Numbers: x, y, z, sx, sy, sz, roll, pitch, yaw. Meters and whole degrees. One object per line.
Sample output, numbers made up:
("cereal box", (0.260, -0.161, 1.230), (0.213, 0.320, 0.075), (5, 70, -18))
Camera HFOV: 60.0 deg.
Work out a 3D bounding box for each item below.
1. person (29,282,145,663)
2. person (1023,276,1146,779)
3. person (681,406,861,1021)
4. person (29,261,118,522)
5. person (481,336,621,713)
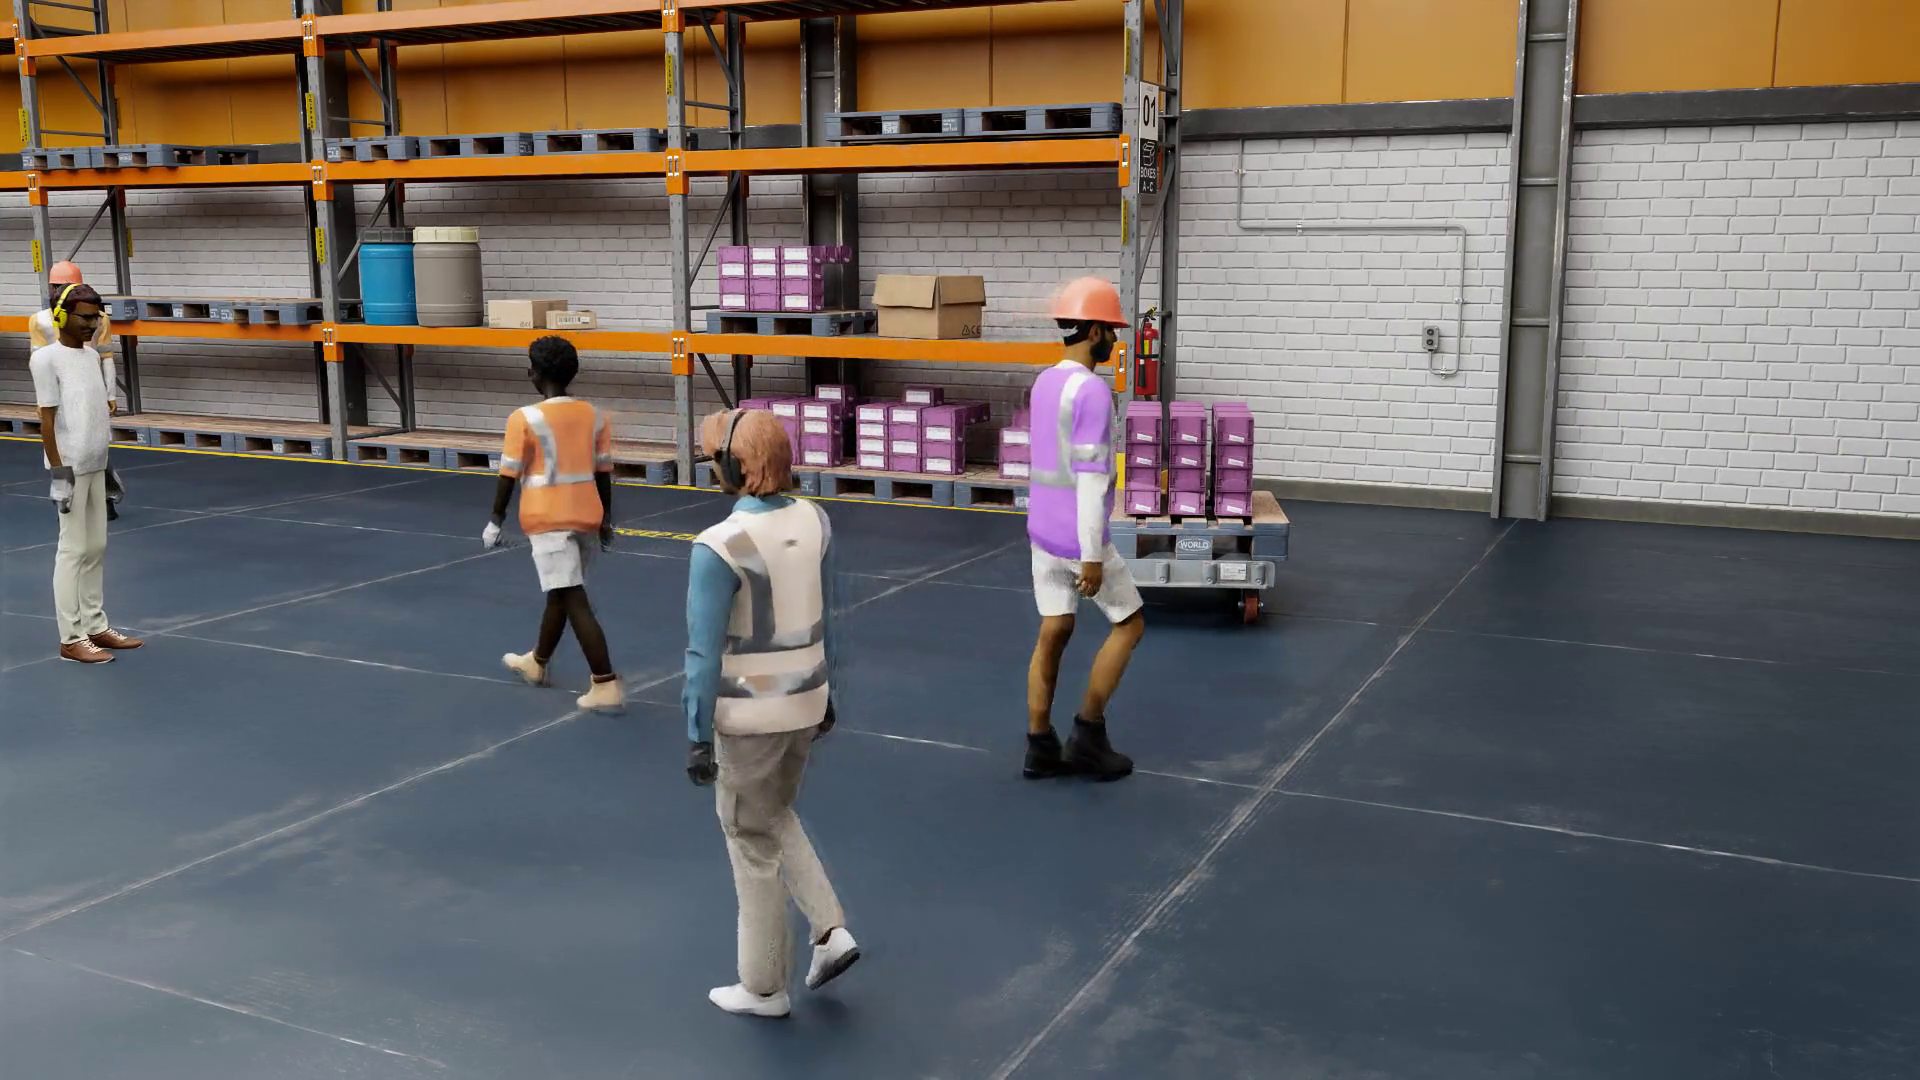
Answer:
("person", (-4.326, -0.333, 8.228), (0.328, 1.865, 0.517), (0, 10, 1))
("person", (0.486, -0.029, 6.308), (0.549, 1.916, 0.574), (-4, 11, -22))
("person", (-0.521, 0.463, 4.332), (0.360, 1.624, 0.540), (6, 12, 31))
("person", (-6.553, -1.085, 12.320), (0.551, 1.936, 0.356), (-7, 12, -36))
("person", (-1.804, -0.077, 7.384), (0.895, 1.640, 0.544), (6, 12, 33))
